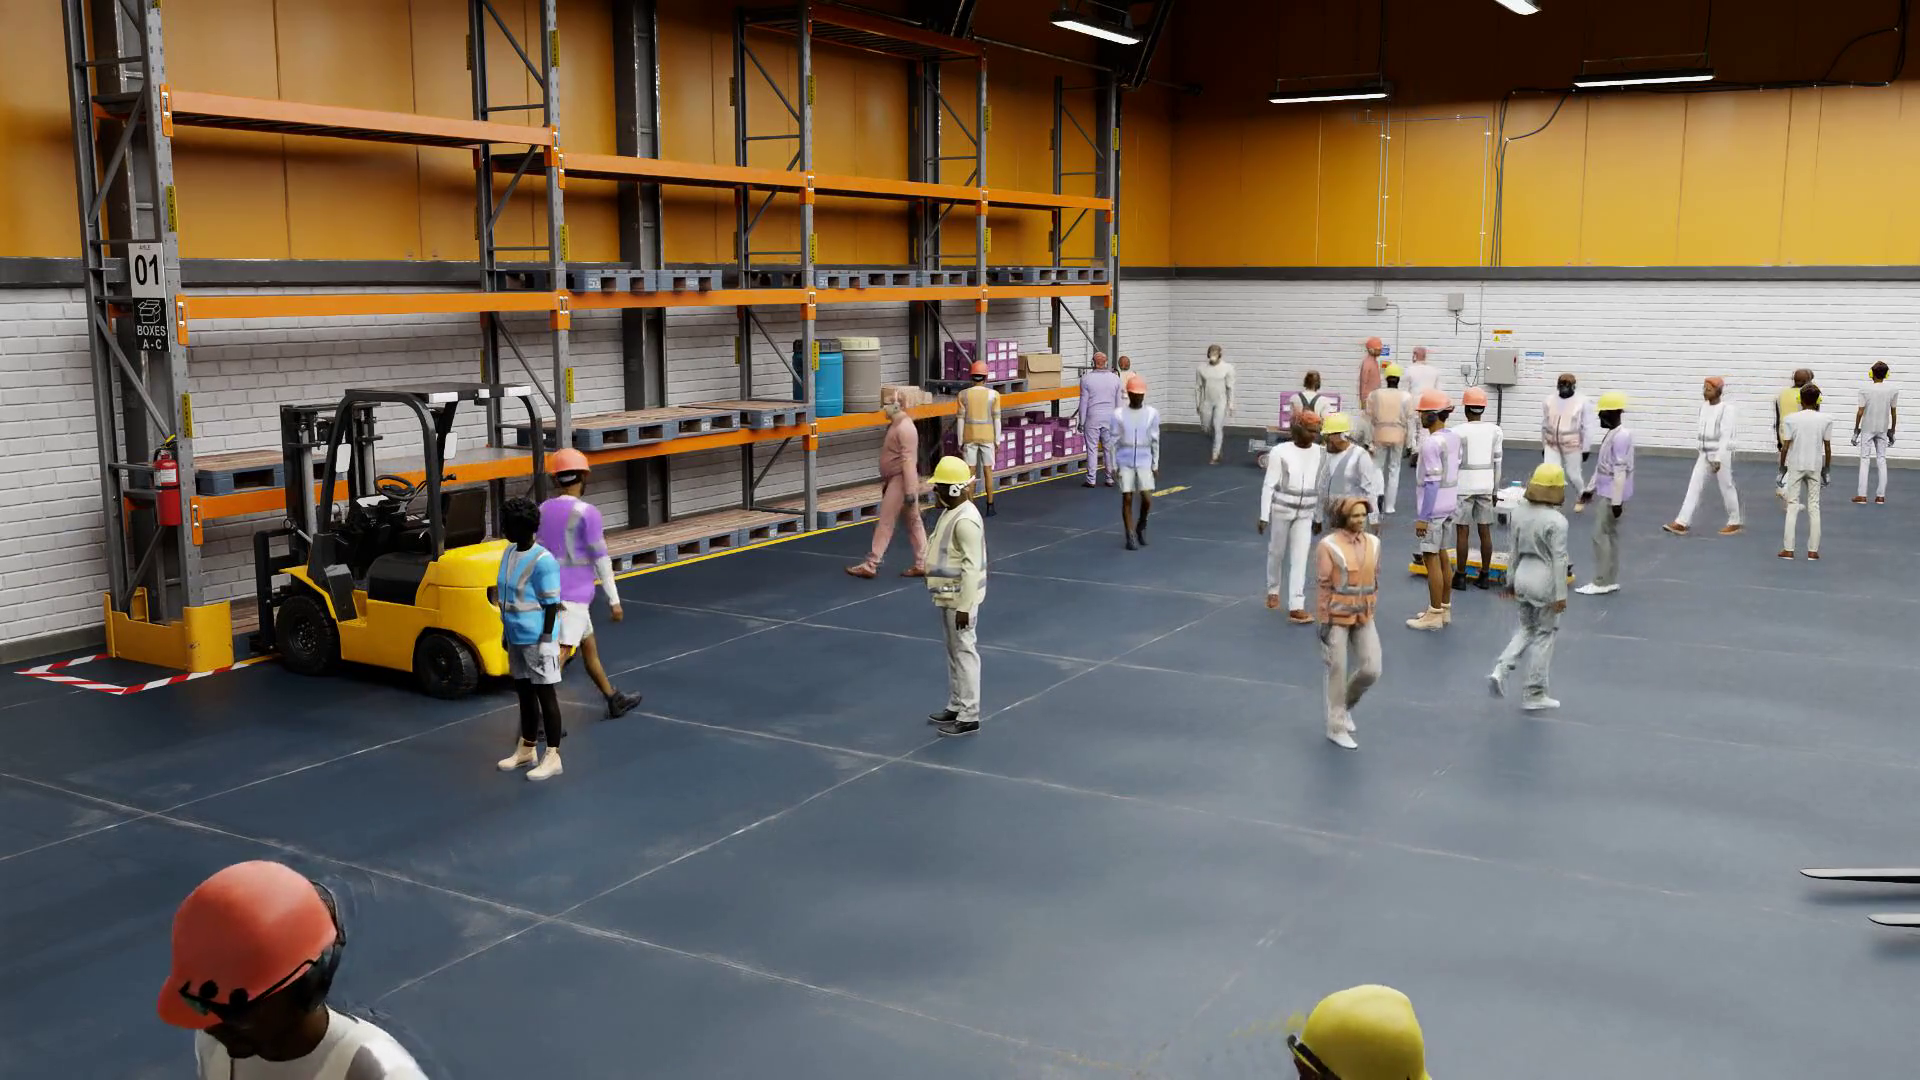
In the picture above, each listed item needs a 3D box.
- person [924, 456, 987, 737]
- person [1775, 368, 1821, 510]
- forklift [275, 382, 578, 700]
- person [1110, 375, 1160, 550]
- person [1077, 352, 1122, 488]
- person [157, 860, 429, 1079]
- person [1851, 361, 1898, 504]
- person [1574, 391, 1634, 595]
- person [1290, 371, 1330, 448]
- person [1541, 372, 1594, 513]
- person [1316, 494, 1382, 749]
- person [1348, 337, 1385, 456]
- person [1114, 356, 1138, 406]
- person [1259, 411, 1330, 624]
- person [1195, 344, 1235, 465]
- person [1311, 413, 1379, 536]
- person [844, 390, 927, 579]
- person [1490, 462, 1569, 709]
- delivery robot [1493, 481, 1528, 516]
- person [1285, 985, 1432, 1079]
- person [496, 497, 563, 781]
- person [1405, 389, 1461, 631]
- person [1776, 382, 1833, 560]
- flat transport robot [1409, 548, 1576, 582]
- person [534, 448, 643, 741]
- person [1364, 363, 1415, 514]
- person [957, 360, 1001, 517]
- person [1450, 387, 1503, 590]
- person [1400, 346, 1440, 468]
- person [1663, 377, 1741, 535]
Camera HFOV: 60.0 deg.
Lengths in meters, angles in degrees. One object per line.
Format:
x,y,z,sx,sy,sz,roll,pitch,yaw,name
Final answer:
-0.034,0.364,10.848,0.403,1.832,0.593,-2,9,-9,person
10.568,-1.261,21.004,0.468,1.827,0.648,-3,10,-20,person
-3.974,-0.067,12.417,2.313,2.155,1.214,5,11,30,forklift
1.901,-0.838,18.102,0.546,1.923,0.393,0,9,1,person
1.947,-1.687,23.421,0.653,1.906,0.405,-3,10,-20,person
-1.272,1.527,3.136,0.696,1.974,0.998,5,10,29,person
11.964,-1.404,21.776,0.536,1.869,0.312,1,9,9,person
6.088,-0.446,15.635,0.435,1.919,0.608,3,10,19,person
4.383,-1.224,20.864,0.500,1.790,0.955,3,9,16,person
7.482,-1.165,20.479,0.637,1.820,0.803,8,12,40,person
2.460,0.514,10.556,0.522,1.627,0.385,-4,10,-22,person
6.699,-2.360,27.393,0.568,1.978,0.634,4,10,25,person
2.736,-2.249,27.757,0.514,1.641,0.315,-1,9,-9,person
2.906,-0.226,14.580,0.661,1.829,0.965,-1,9,-8,person
4.051,-2.158,26.346,0.642,1.923,0.612,4,10,24,person
3.319,-0.210,14.562,0.714,1.793,0.647,-5,10,-30,person
-0.712,-0.540,16.379,0.944,1.860,0.665,0,9,-2,person
3.946,0.323,11.428,0.440,1.725,0.496,-4,10,-26,person
6.547,-0.448,19.603,0.477,0.478,0.707,-6,11,-33,delivery robot
0.644,1.661,3.063,0.429,1.741,0.529,-2,9,-10,person
-2.574,0.581,9.927,0.321,1.695,0.529,-9,13,-44,person
3.983,-0.254,14.053,0.391,2.040,0.614,6,11,34,person
8.875,-0.720,17.494,0.520,1.874,0.327,3,10,17,person
5.222,0.263,16.341,0.652,0.197,1.431,-9,13,-44,flat transport robot
-2.523,0.342,10.915,0.569,1.865,1.037,8,12,42,person
5.333,-1.247,20.671,0.598,1.906,0.588,3,10,17,person
0.233,-1.255,20.630,0.551,1.935,0.375,0,9,2,person
4.864,-0.485,15.819,0.542,1.939,0.363,-1,9,-8,person
7.066,-2.036,25.655,0.680,1.883,0.448,-2,9,-14,person
8.602,-0.947,19.035,0.997,1.831,0.596,-3,10,-17,person
